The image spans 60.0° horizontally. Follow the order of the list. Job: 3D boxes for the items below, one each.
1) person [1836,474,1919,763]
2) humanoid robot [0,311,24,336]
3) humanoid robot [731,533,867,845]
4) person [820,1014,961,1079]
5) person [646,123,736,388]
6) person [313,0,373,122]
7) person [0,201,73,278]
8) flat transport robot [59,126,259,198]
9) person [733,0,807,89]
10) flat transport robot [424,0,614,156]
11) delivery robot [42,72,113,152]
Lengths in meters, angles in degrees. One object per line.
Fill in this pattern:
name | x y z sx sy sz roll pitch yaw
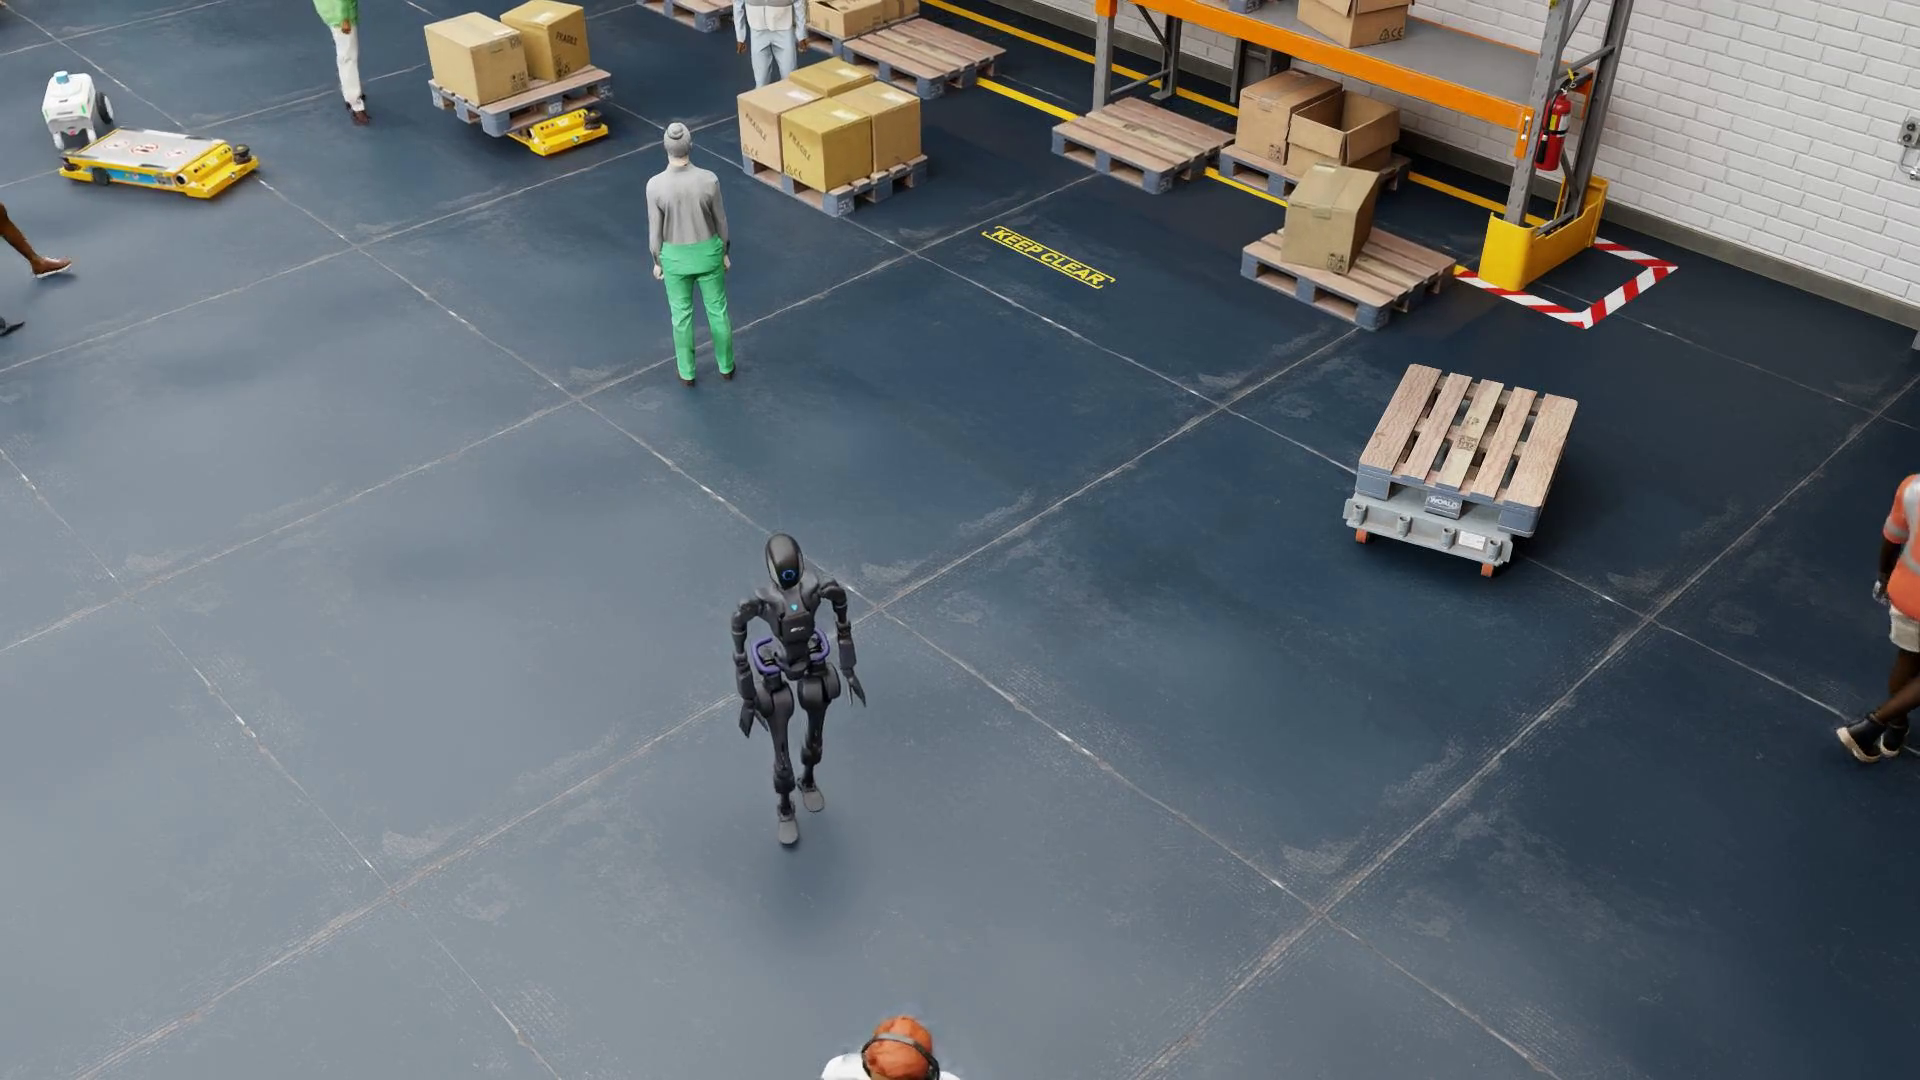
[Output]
person | 4.567 0.292 7.776 0.608 1.925 0.682 -22 42 -26
humanoid robot | -6.916 -2.122 11.192 0.613 1.642 0.428 13 39 17
humanoid robot | -0.712 0.657 7.502 0.593 1.644 0.523 -14 39 -18
person | -0.193 2.164 5.348 0.582 1.866 0.524 14 39 18
person | -1.723 -1.827 10.651 0.513 1.838 0.340 -9 38 -12
person | -5.300 -4.509 14.284 0.391 1.756 0.712 -22 42 -27
person | -7.079 -2.591 11.712 1.001 1.782 0.553 -9 38 -12
flat transport robot | -6.579 -3.101 13.638 1.431 0.231 0.659 10 38 13
person | -1.558 -4.213 13.754 0.597 1.910 0.403 1 37 1
flat transport robot | -3.756 -3.709 14.444 1.431 0.231 0.659 31 47 34
delivery robot | -7.574 -3.702 14.173 0.499 0.566 0.739 -11 39 -15
